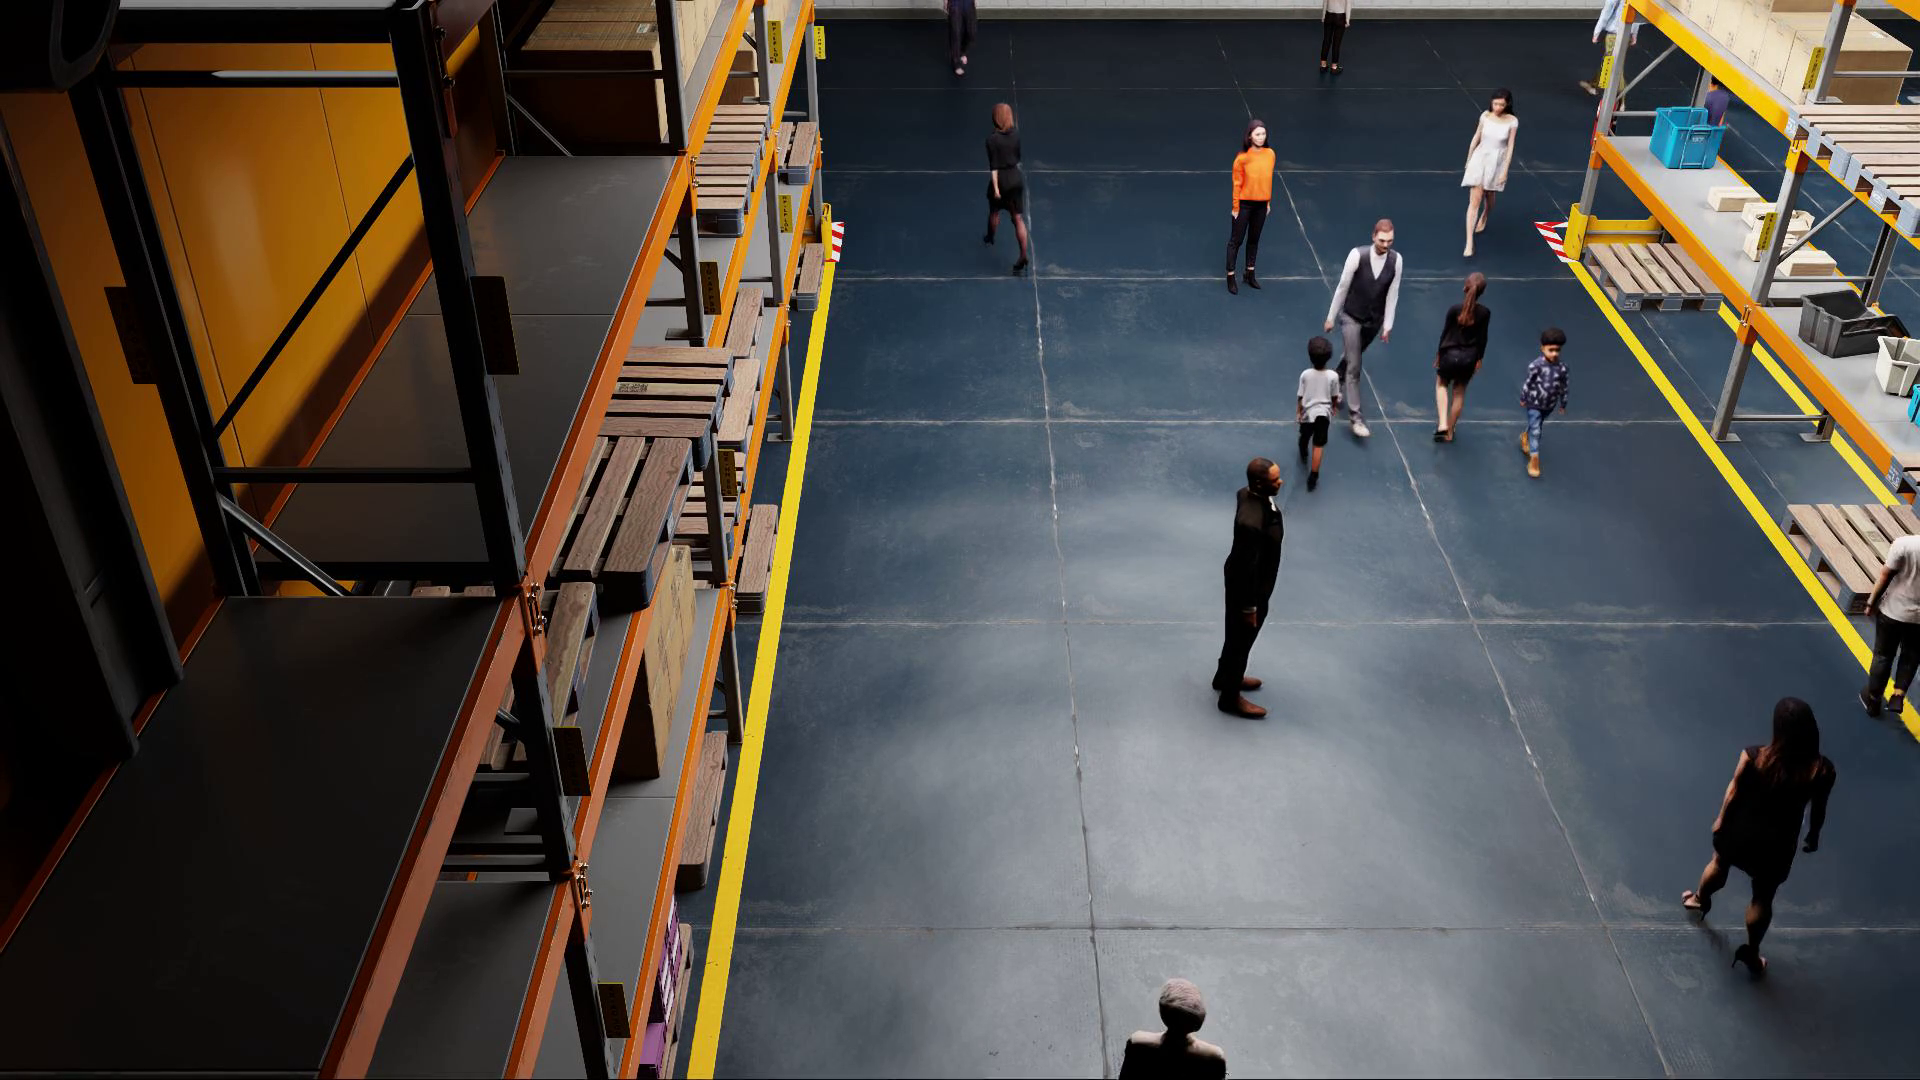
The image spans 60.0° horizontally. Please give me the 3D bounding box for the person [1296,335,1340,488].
[{"bbox_3d":[2.910,-1.018,13.568,0.599,1.216,0.934,6,34,9],"label":"person"}]

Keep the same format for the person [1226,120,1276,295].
[{"bbox_3d":[2.884,-3.334,16.570,0.698,1.749,0.693,-14,36,-21],"label":"person"}]

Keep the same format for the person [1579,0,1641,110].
[{"bbox_3d":[8.401,-6.358,21.108,1.016,1.761,1.278,-14,36,-20],"label":"person"}]

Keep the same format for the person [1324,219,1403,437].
[{"bbox_3d":[3.437,-1.934,14.350,0.865,1.876,1.317,-4,34,-6],"label":"person"}]

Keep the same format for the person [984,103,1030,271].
[{"bbox_3d":[0.514,-3.540,16.994,0.980,1.623,1.216,-21,39,-28],"label":"person"}]

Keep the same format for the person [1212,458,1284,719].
[{"bbox_3d":[1.899,0.290,10.979,0.788,1.904,0.591,4,34,7],"label":"person"}]

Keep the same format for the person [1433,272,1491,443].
[{"bbox_3d":[4.206,-1.503,13.998,0.605,1.547,0.678,6,34,9],"label":"person"}]

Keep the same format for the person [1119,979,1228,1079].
[{"bbox_3d":[0.921,2.710,7.485,0.648,1.741,0.697,2,34,3],"label":"person"}]

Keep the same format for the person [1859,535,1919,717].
[{"bbox_3d":[6.234,0.480,10.864,0.717,1.714,0.723,6,34,10],"label":"person"}]

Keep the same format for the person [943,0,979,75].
[{"bbox_3d":[-0.036,-7.236,22.340,0.802,1.861,0.849,-13,36,-19],"label":"person"}]

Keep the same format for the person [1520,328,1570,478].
[{"bbox_3d":[4.832,-1.197,13.832,0.499,1.222,0.850,1,34,1],"label":"person"}]

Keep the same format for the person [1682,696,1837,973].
[{"bbox_3d":[4.421,1.654,9.120,0.841,1.690,0.882,16,37,23],"label":"person"}]

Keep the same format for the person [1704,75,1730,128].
[{"bbox_3d":[7.972,-4.203,17.860,0.935,1.768,1.100,-17,37,-23],"label":"person"}]

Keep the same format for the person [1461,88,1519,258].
[{"bbox_3d":[5.568,-3.889,17.447,0.985,1.703,1.308,15,36,21],"label":"person"}]

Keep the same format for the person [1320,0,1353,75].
[{"bbox_3d":[5.051,-7.036,22.378,0.624,1.485,0.653,22,39,29],"label":"person"}]
